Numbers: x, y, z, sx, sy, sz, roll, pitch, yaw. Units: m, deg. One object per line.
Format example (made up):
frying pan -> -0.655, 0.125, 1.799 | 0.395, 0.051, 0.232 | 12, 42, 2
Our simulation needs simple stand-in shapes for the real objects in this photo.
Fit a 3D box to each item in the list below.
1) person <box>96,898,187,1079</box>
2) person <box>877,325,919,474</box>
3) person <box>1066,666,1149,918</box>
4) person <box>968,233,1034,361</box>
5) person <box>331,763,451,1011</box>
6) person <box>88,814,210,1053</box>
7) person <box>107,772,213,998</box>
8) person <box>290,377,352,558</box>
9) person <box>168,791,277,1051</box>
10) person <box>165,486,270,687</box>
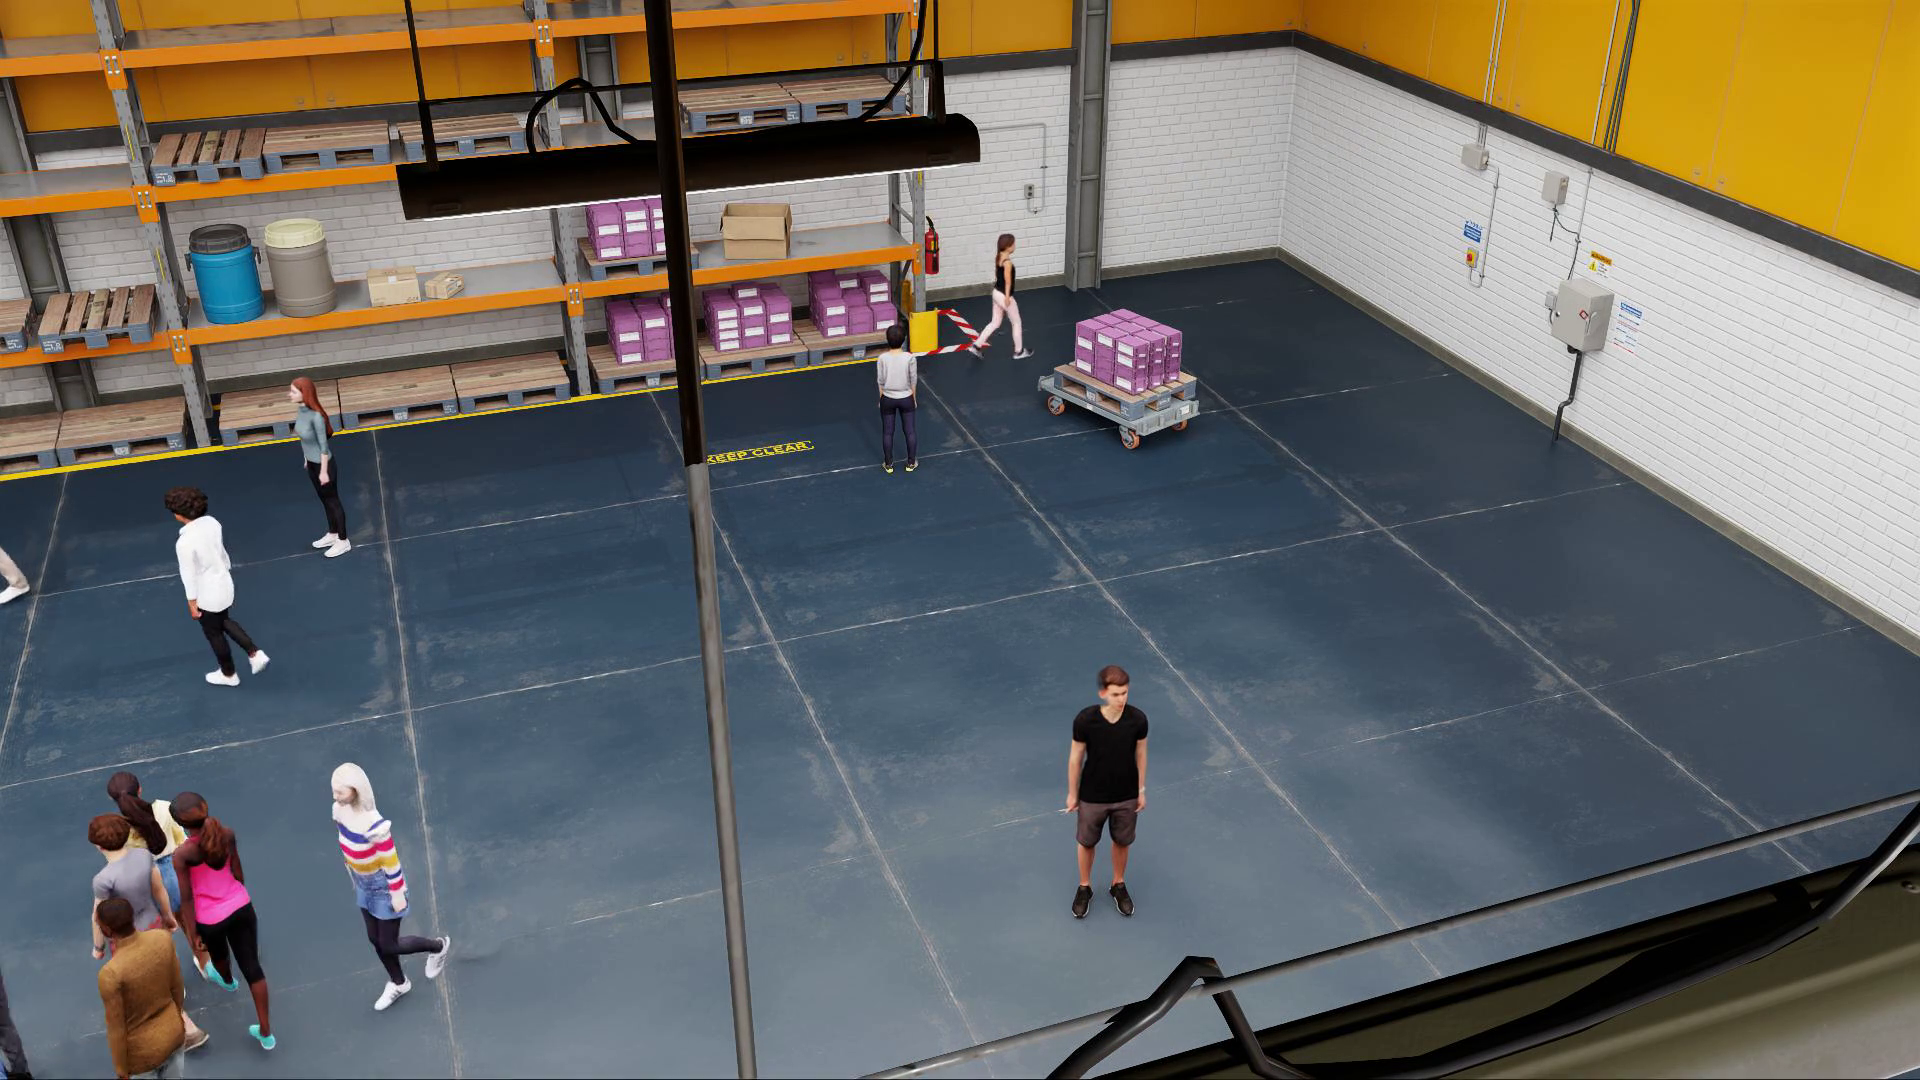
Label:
person -> -4.249, 2.710, 8.913 | 0.949, 1.798, 0.889 | 10, 30, 17
person -> -0.634, -1.424, 16.748 | 0.519, 1.552, 0.663 | -1, 29, -1
person -> 0.972, 1.620, 10.845 | 0.627, 1.862, 0.808 | -1, 29, -2
person -> 0.444, -2.793, 19.272 | 1.032, 1.538, 0.599 | -14, 32, -24
person -> -3.455, 2.059, 10.105 | 0.878, 1.798, 0.947 | 20, 35, 33
person -> -4.792, 2.338, 9.767 | 1.077, 1.633, 0.985 | 10, 30, 17
person -> -4.915, 2.106, 10.193 | 0.783, 1.632, 0.663 | 23, 36, 35
person -> -5.843, -0.679, 15.184 | 0.644, 1.742, 0.649 | -22, 35, -34
person -> -4.301, 2.287, 9.831 | 0.921, 1.660, 1.109 | 25, 38, 38
person -> -5.864, 0.385, 13.175 | 0.943, 1.798, 0.864 | 7, 29, 12
